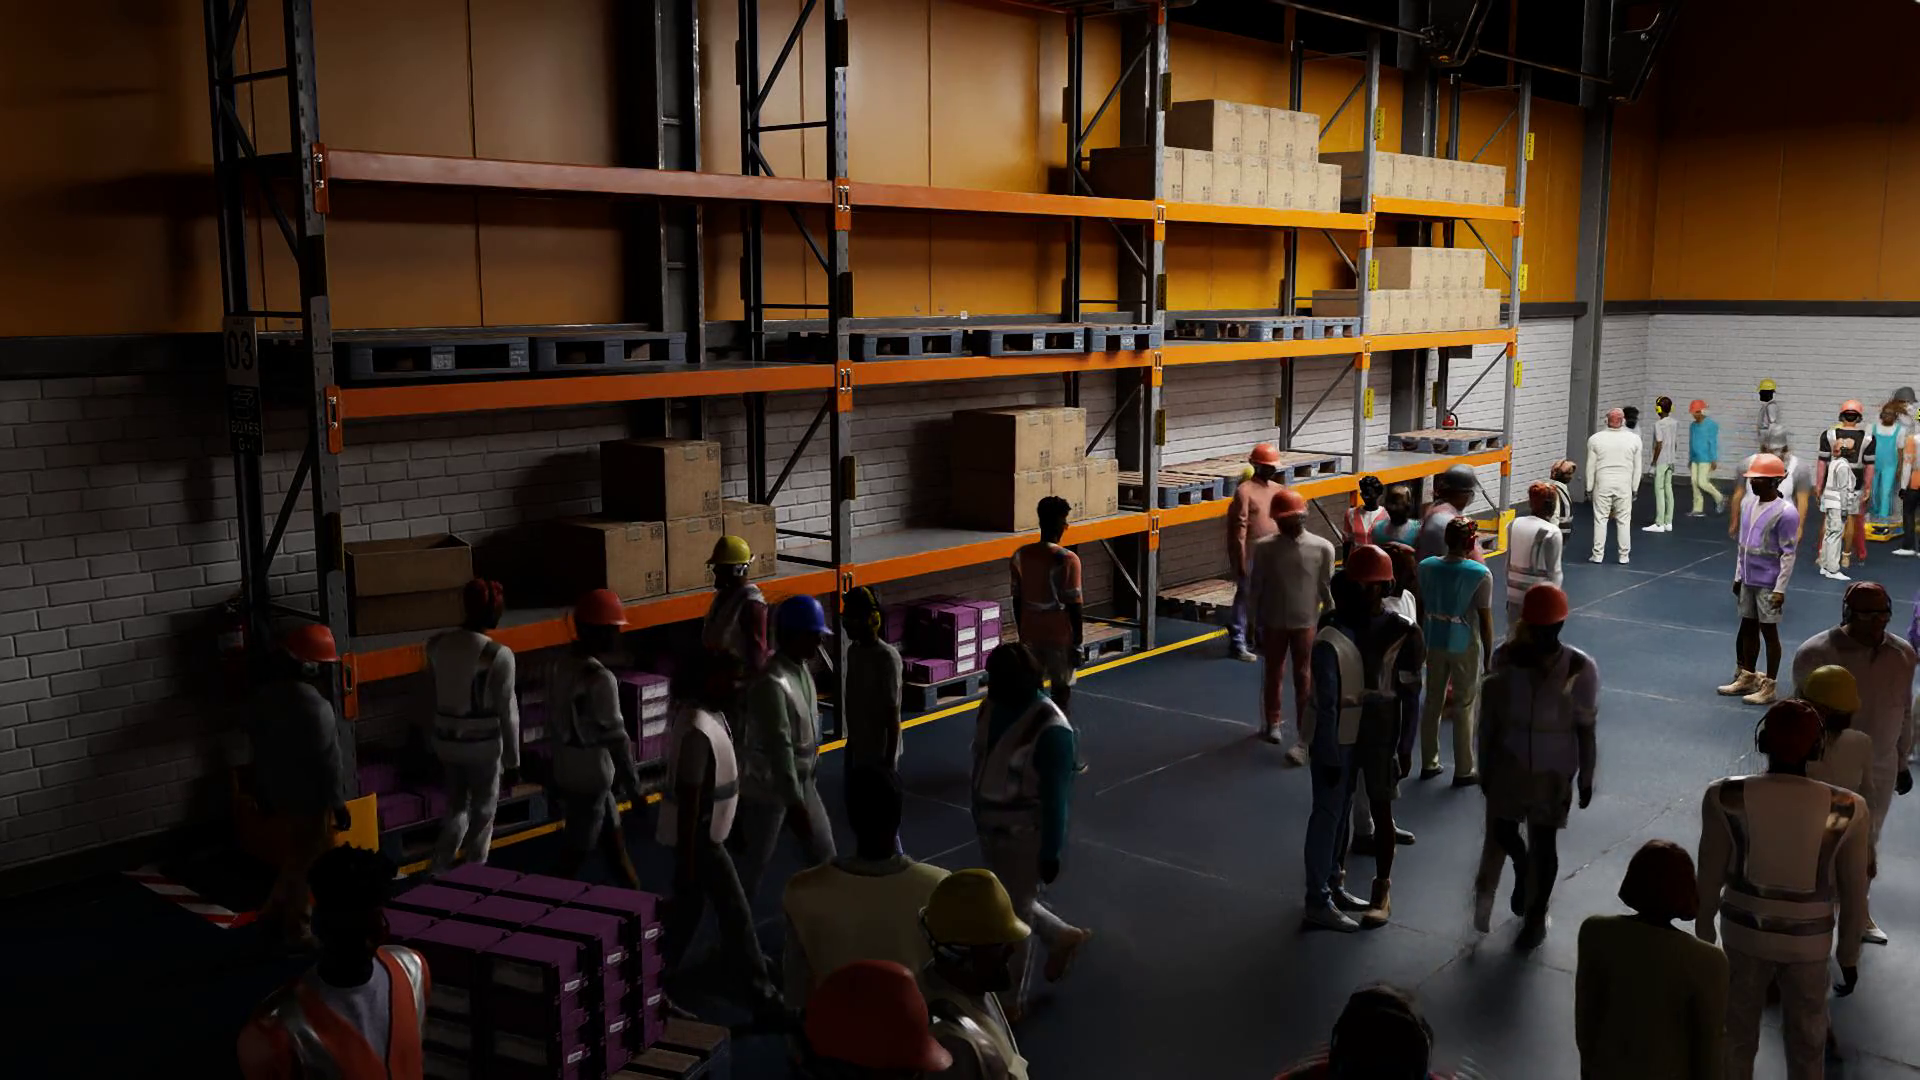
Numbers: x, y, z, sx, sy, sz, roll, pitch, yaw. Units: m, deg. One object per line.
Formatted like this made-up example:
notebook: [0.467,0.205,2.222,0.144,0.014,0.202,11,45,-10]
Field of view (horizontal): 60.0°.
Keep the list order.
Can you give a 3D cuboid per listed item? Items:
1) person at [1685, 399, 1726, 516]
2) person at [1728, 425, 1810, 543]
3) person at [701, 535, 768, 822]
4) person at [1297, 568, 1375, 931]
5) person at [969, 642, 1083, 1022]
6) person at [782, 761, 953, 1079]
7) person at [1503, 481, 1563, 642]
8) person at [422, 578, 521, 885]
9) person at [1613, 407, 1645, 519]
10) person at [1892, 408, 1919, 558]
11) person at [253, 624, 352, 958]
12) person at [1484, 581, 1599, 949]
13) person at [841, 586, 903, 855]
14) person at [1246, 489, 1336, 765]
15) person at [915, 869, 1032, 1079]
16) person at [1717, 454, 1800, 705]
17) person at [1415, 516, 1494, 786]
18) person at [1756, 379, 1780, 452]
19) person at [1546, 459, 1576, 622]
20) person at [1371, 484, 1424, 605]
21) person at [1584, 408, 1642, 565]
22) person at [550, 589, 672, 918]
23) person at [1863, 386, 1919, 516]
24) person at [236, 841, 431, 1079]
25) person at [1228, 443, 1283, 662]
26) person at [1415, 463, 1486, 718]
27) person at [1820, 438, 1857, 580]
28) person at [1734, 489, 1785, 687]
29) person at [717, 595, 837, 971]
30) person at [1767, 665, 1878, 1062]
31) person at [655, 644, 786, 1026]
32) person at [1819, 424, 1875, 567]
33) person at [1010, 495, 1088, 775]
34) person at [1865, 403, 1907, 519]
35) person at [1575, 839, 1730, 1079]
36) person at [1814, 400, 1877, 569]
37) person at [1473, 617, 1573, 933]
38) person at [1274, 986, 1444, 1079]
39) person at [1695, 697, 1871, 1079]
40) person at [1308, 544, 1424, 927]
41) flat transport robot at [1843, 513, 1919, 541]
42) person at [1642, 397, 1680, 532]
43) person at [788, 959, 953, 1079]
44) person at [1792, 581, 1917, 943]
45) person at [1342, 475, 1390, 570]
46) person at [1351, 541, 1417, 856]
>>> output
person: [10.859,-1.193,24.282,0.546,1.718,0.590,-2,9,-10]
person: [8.226,-0.215,16.961,0.705,2.000,0.744,5,10,31]
person: [-1.441,0.876,10.597,0.403,1.833,0.590,-5,10,-31]
person: [2.022,1.094,8.912,0.393,1.920,0.587,5,10,27]
person: [0.335,1.340,7.679,0.640,1.818,0.636,-5,10,-31]
person: [-0.263,1.653,5.357,0.612,1.905,0.447,-1,9,-7]
person: [4.491,0.474,13.069,0.368,1.876,0.579,-3,9,-20]
person: [-2.612,1.125,8.858,0.616,1.871,0.453,4,10,23]
person: [9.544,-1.086,23.791,0.564,1.657,0.468,-3,9,-17]
person: [11.910,-0.718,20.626,0.630,1.907,0.520,-1,9,-5]
person: [-3.298,1.269,8.399,0.571,1.724,0.390,8,12,42]
person: [2.998,1.142,8.604,0.567,1.922,0.509,6,11,34]
person: [-0.467,1.155,8.731,0.328,1.861,0.501,-6,11,-33]
person: [2.382,0.606,12.061,0.653,1.951,0.762,5,10,27]
person: [0.025,1.798,4.646,0.404,1.831,0.600,0,9,0]
person: [6.499,0.318,13.517,0.377,2.045,0.605,-2,9,-10]
person: [3.357,0.754,11.335,0.380,1.845,0.570,-8,12,-43]
person: [12.557,-1.548,25.926,0.383,1.924,0.594,3,9,21]
person: [6.052,0.000,16.873,0.311,1.639,0.512,4,10,26]
person: [3.580,0.439,13.482,0.517,1.826,0.745,9,12,44]
person: [7.918,-0.649,20.205,0.659,1.908,0.403,2,9,15]
person: [-1.762,1.184,8.406,0.974,1.883,0.573,-5,10,-31]
person: [12.838,-1.160,23.057,0.697,2.000,0.807,-5,10,-28]
person: [-1.624,1.759,4.477,0.367,1.963,0.609,4,10,25]
person: [2.712,0.109,15.071,0.617,1.986,0.413,-7,11,-39]
person: [3.870,0.380,13.127,0.541,2.000,0.708,2,9,12]
person: [10.148,-0.364,19.211,0.306,1.640,0.523,2,9,14]
person: [6.800,0.393,14.161,0.320,1.692,0.531,3,9,18]
person: [-0.766,1.220,8.151,1.013,1.890,0.625,3,9,18]
person: [3.865,1.399,7.559,0.549,1.766,0.657,-2,9,-12]
person: [-1.128,1.364,7.591,0.859,1.800,0.582,-1,9,-9]
person: [10.707,-0.541,20.071,0.595,1.741,0.371,3,9,18]
person: [0.626,0.663,11.554,0.603,1.963,0.368,8,12,41]
person: [12.616,-0.982,22.749,0.510,1.798,0.995,7,11,37]
person: [2.250,1.777,5.452,0.270,1.628,0.500,-8,12,-43]
person: [10.588,-0.664,19.925,0.614,2.028,0.409,3,9,20]
person: [2.911,1.239,8.610,0.496,1.730,0.548,6,11,33]
person: [1.048,1.910,4.106,0.631,1.793,0.974,4,10,22]
person: [3.074,1.521,6.270,0.579,1.882,0.342,4,10,23]
person: [2.149,1.033,8.896,0.607,2.048,0.366,6,11,35]
flat transport robot: [12.396,-0.186,22.463,1.431,0.197,0.652,-8,12,-43]
person: [9.638,-1.037,22.837,0.517,1.865,0.327,-6,11,-35]
person: [-0.206,1.871,3.567,0.628,2.017,0.624,3,9,16]
person: [4.621,1.149,8.599,0.652,1.906,0.402,0,9,-3]
person: [3.710,0.254,15.069,0.537,1.694,0.320,5,10,31]
person: [2.571,0.941,10.009,0.337,1.882,0.584,7,11,38]
